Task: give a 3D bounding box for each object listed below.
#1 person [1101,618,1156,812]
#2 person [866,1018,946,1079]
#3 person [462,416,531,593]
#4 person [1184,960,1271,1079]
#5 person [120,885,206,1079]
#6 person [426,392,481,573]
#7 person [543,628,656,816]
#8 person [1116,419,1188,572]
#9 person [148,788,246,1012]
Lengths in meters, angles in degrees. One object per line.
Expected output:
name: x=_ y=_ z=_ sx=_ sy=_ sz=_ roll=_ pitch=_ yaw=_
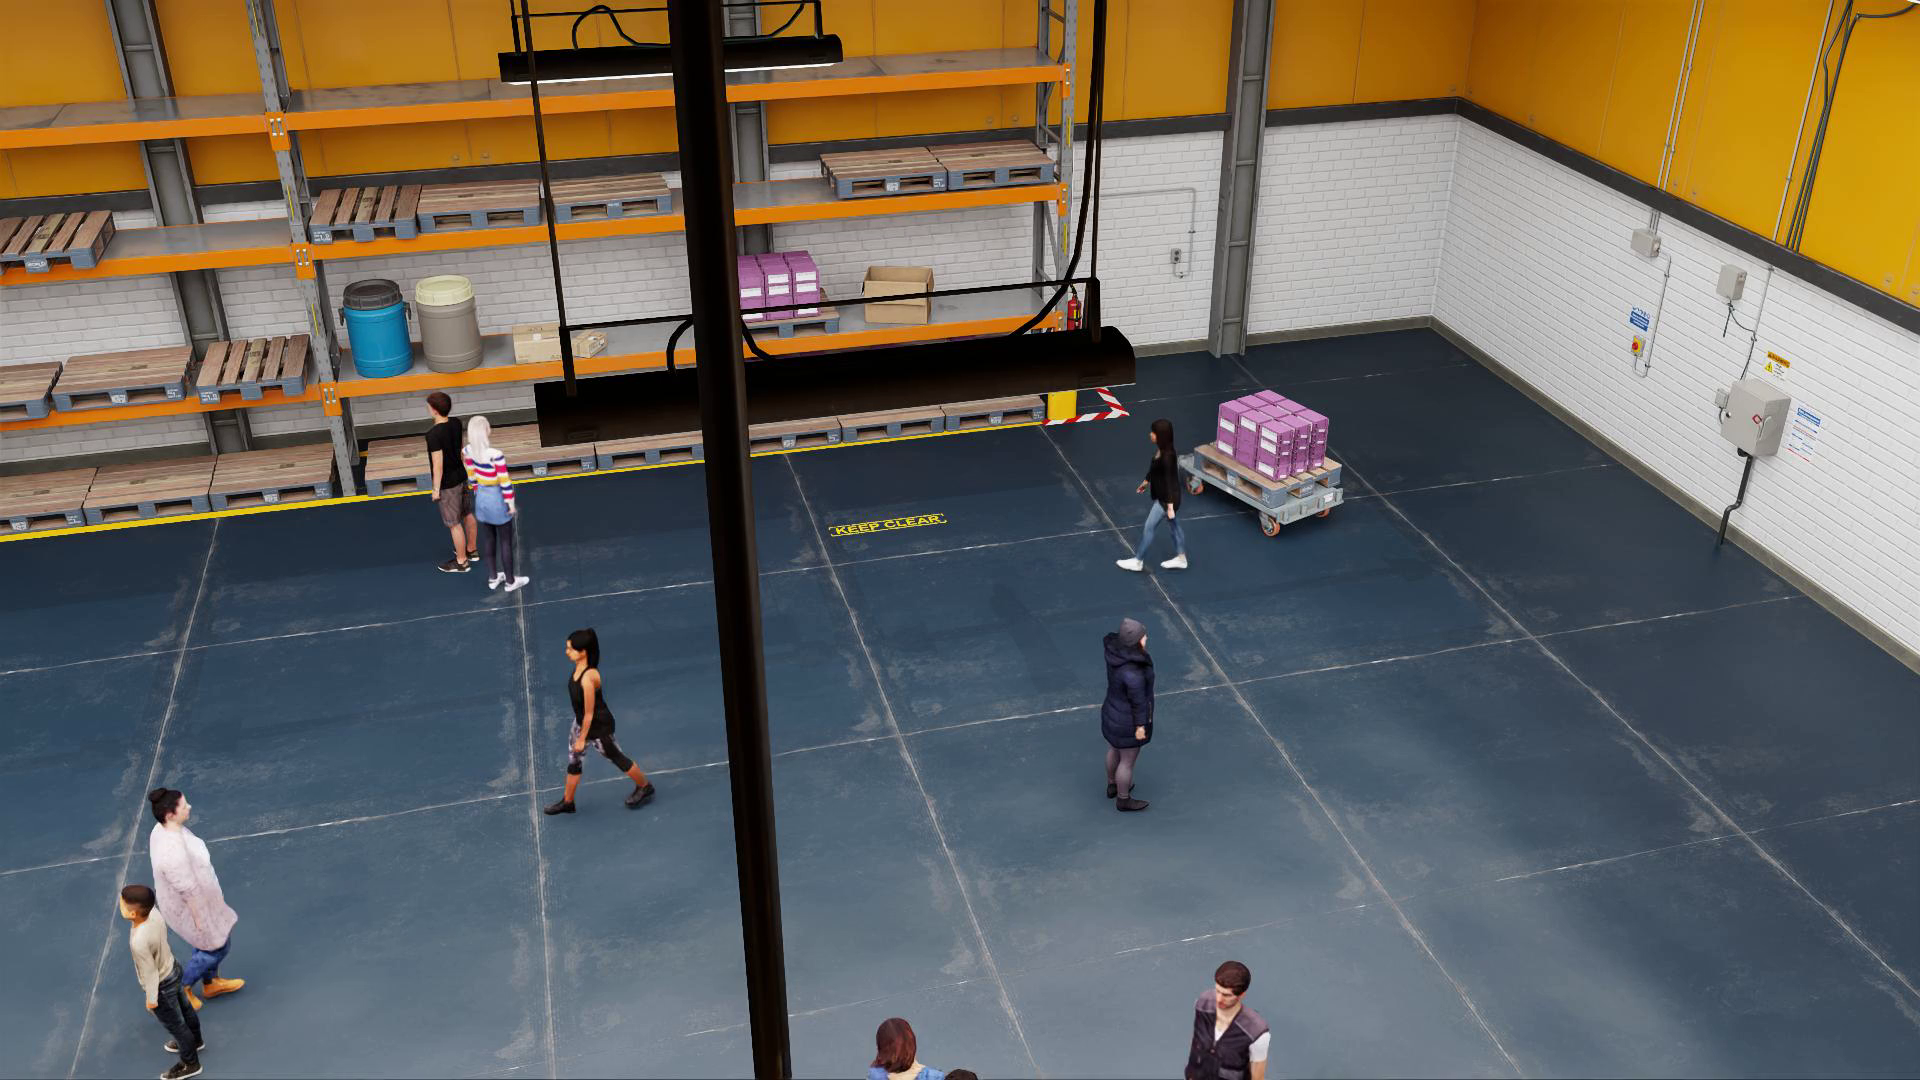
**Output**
person: x=1.278 y=1.333 z=12.798 sx=0.647 sy=1.674 sz=0.668 roll=-9 pitch=30 yaw=-16
person: x=-0.188 y=3.362 z=8.967 sx=0.807 sy=1.781 sz=0.911 roll=19 pitch=34 yaw=30
person: x=-4.441 y=-0.355 z=15.755 sx=0.704 sy=1.807 sz=0.770 roll=15 pitch=32 yaw=25
person: x=1.548 y=3.080 z=9.445 sx=1.069 sy=1.818 sz=1.240 roll=22 pitch=36 yaw=35
person: x=-5.003 y=2.747 z=10.426 sx=0.483 sy=1.463 sz=0.554 roll=-7 pitch=29 yaw=-12
person: x=-4.927 y=-0.578 z=16.105 sx=0.766 sy=1.863 sz=0.763 roll=7 pitch=29 yaw=13
person: x=-2.711 y=1.403 z=12.723 sx=1.143 sy=1.623 sz=0.770 roll=-15 pitch=32 yaw=-25
person: x=2.070 y=-0.412 z=16.057 sx=1.010 sy=1.616 sz=0.815 roll=5 pitch=29 yaw=9
person: x=-5.095 y=2.375 z=10.829 sx=0.872 sy=1.731 sz=0.810 roll=-15 pitch=32 yaw=-25
